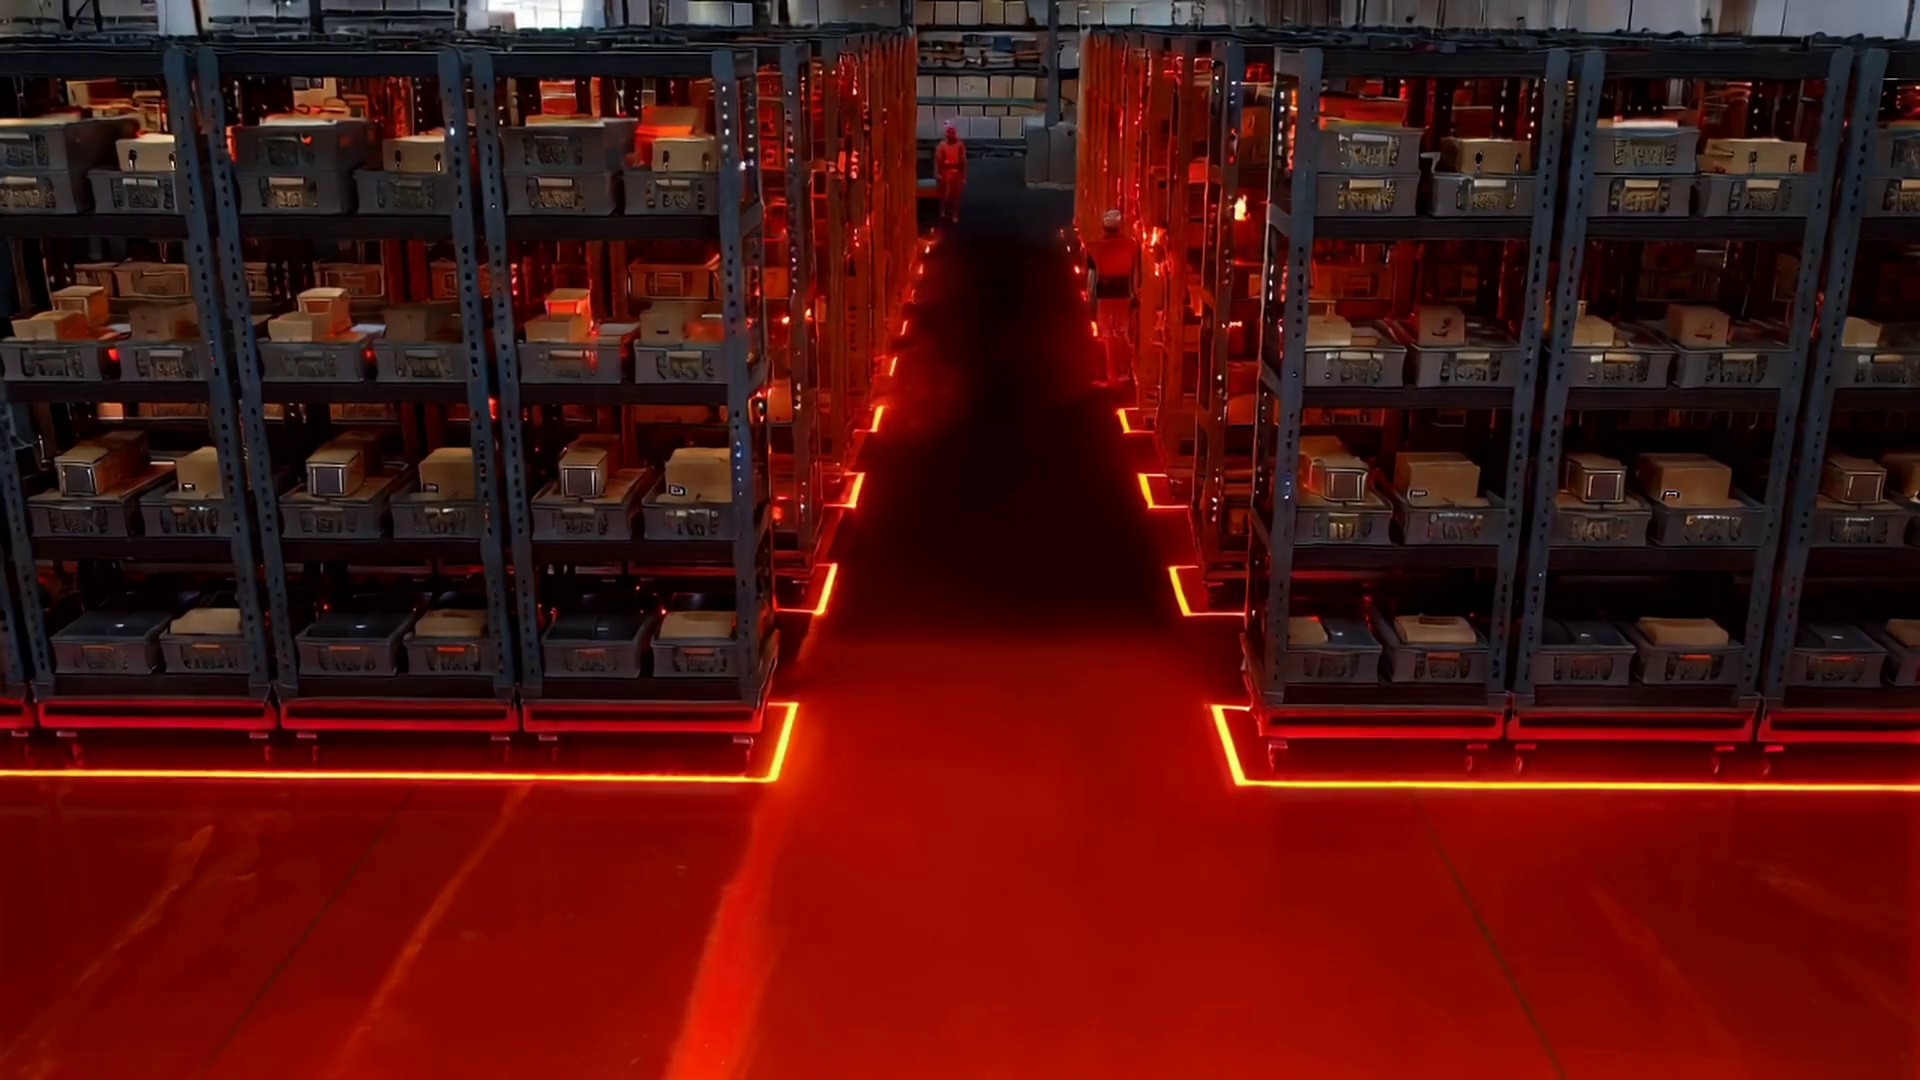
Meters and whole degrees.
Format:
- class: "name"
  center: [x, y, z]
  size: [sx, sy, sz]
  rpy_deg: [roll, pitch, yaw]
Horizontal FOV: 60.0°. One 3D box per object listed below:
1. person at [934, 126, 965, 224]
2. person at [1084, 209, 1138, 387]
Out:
- class: "person"
  center: [-0.207, -6.941, 31.543]
  size: [0.589, 1.799, 0.874]
  rpy_deg: [-2, 18, -6]
- class: "person"
  center: [1.589, -2.511, 17.341]
  size: [0.575, 1.843, 0.374]
  rpy_deg: [-3, 18, -9]
